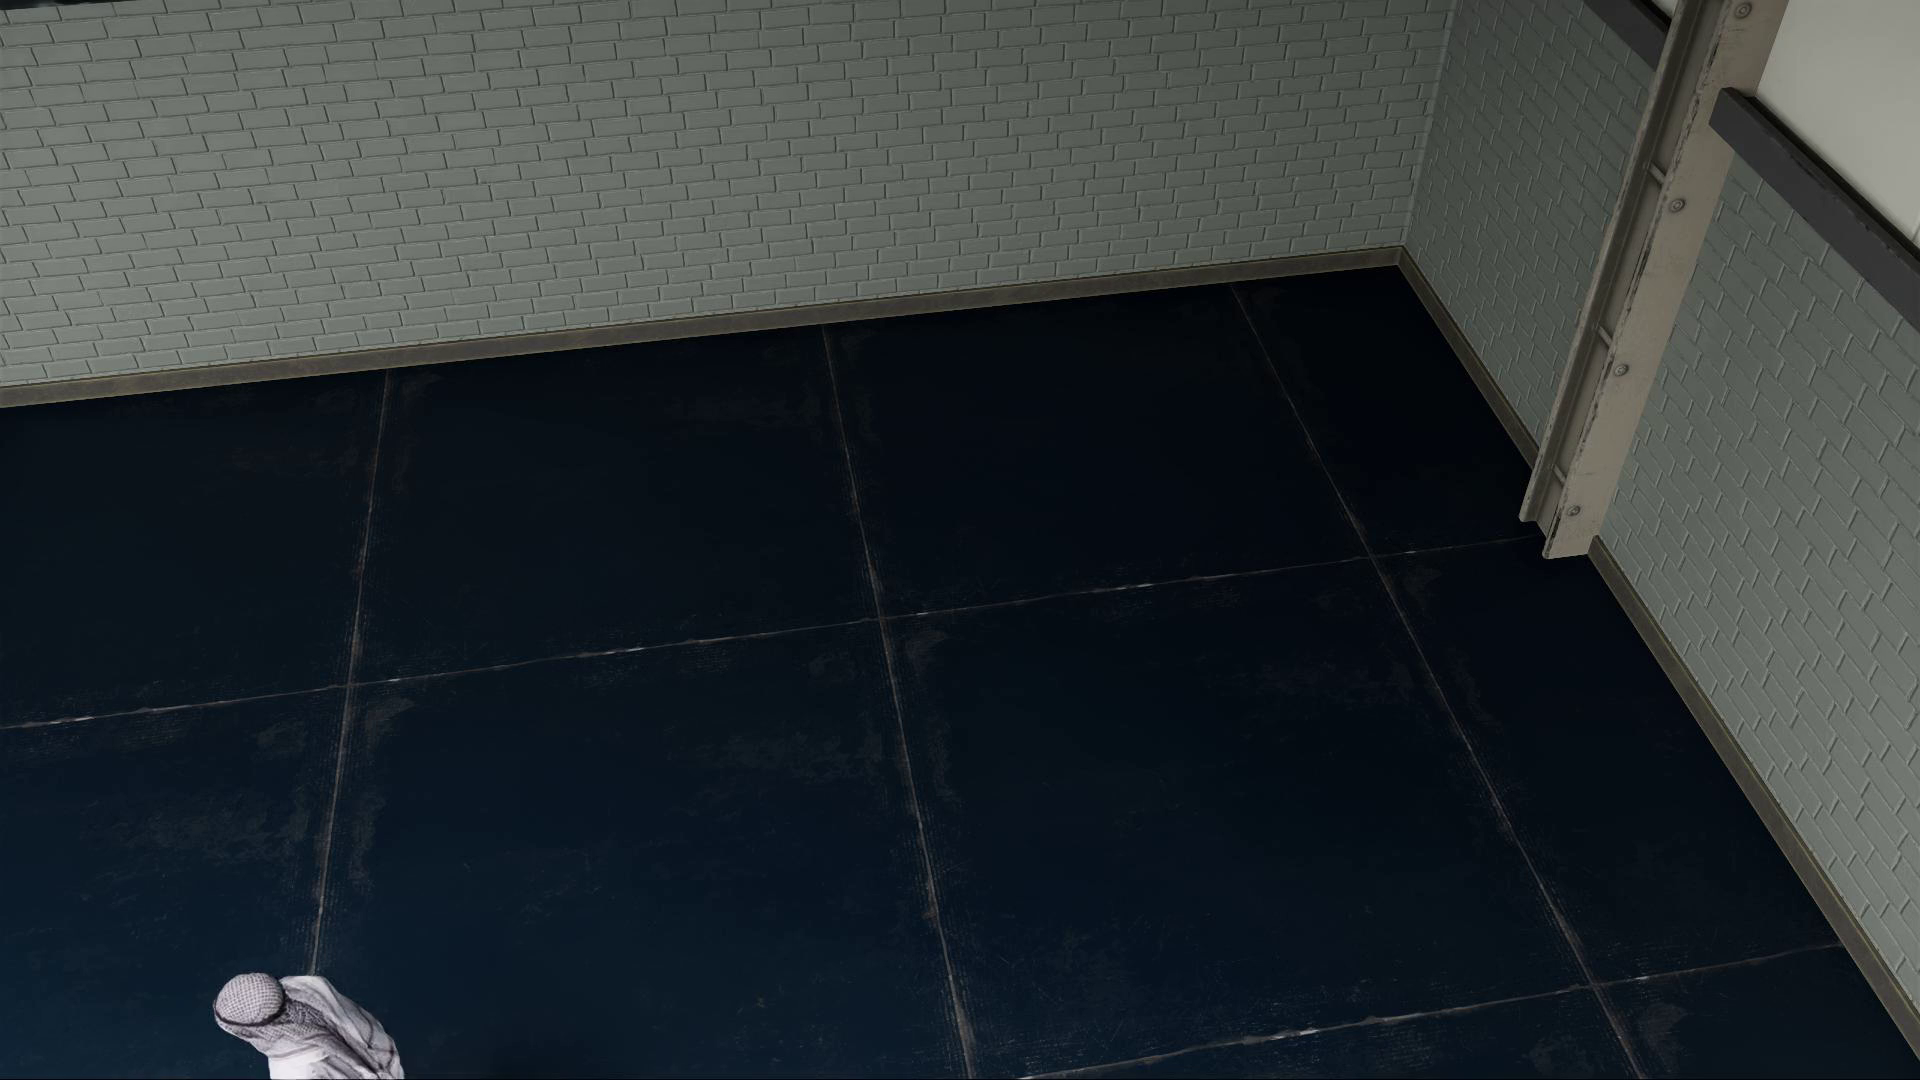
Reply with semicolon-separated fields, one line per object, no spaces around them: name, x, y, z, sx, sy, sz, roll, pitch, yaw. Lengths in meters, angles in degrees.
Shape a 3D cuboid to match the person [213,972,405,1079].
person;-2.267;2.171;6.456;0.842;1.890;1.093;-10;44;-10
